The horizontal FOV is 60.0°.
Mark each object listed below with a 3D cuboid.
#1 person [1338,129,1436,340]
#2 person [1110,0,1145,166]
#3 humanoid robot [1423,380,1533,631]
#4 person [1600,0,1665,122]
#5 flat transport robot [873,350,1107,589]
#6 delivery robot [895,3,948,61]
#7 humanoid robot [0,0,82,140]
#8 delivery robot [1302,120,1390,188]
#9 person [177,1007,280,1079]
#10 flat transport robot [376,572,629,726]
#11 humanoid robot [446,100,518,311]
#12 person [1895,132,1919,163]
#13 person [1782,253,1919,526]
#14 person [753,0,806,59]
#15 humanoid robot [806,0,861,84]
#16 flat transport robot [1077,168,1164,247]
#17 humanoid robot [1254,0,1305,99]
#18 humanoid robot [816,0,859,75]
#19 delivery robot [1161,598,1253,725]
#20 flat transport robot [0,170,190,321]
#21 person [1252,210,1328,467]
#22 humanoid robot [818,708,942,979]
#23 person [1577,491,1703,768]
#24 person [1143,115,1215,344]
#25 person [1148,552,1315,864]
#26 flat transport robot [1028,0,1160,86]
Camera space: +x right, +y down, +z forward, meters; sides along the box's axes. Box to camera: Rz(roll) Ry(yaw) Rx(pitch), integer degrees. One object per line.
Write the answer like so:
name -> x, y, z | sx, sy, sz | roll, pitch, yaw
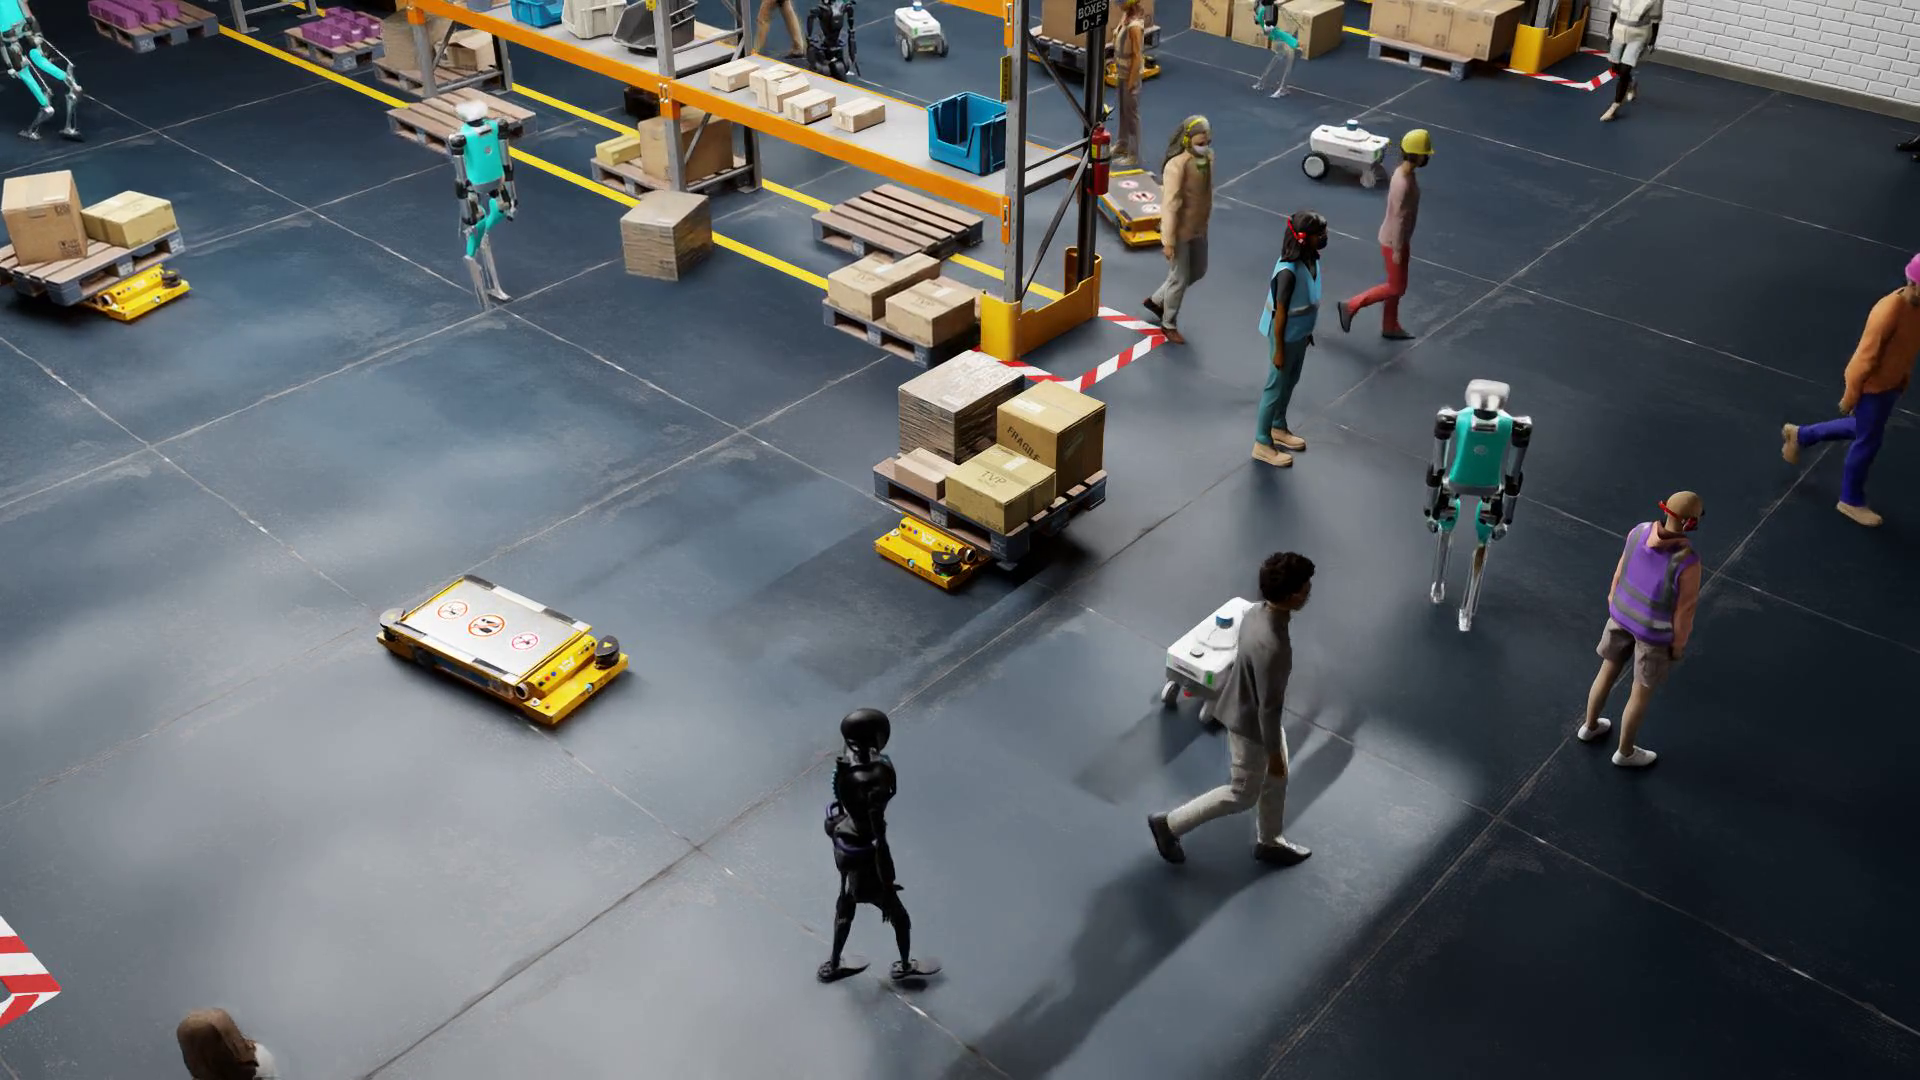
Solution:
person -> 3.346, -2.343, 12.895 | 0.553, 1.749, 0.538 | 11, 36, 15
person -> 1.599, -4.490, 15.986 | 0.319, 1.776, 0.479 | -4, 35, -6
humanoid robot -> 3.027, -0.280, 9.924 | 0.547, 1.756, 0.828 | 9, 36, 12
person -> 6.948, -5.194, 17.102 | 0.712, 1.657, 0.546 | -29, 44, -35
flat transport robot -> 0.158, -0.172, 11.059 | 0.659, 0.231, 1.431 | 27, 43, 33
delivery robot -> -0.477, -5.820, 18.993 | 0.499, 0.597, 0.801 | -12, 36, -17
humanoid robot -> -9.110, -4.739, 16.402 | 0.911, 1.768, 0.544 | 14, 37, 20
delivery robot -> 3.726, -3.730, 15.955 | 0.777, 0.587, 0.499 | 20, 39, 26
person -> -2.628, 2.369, 6.163 | 0.460, 1.638, 0.537 | -3, 35, -5
flat transport robot -> -2.739, 0.620, 9.911 | 1.431, 0.231, 0.659 | 20, 39, 26
humanoid robot -> -3.919, -2.693, 13.472 | 0.694, 1.850, 0.542 | 26, 42, 32
person -> 9.565, -4.611, 16.023 | 0.352, 1.938, 0.542 | -1, 35, -1
person -> 5.914, -1.067, 10.882 | 0.556, 1.946, 0.791 | -23, 41, -29
person -> -2.146, -6.169, 18.475 | 0.841, 1.714, 0.583 | 2, 35, 3
humanoid robot -> -1.294, -4.756, 16.458 | 0.590, 1.645, 0.404 | -22, 40, -29
flat transport robot -> 1.625, -3.084, 15.278 | 0.659, 0.231, 1.431 | -10, 36, -14
humanoid robot -> 3.364, -5.554, 17.577 | 0.736, 1.789, 0.534 | -4, 35, -6
humanoid robot -> -1.470, -6.058, 18.319 | 0.565, 1.786, 0.882 | -28, 44, -35
delivery robot -> 1.506, 0.646, 9.597 | 0.499, 0.566, 0.739 | 27, 43, 33
flat transport robot -> -7.263, -2.189, 13.981 | 1.431, 0.231, 0.659 | 16, 38, 22
person -> 2.263, -1.394, 11.435 | 0.389, 1.860, 0.505 | 22, 40, 29
humanoid robot -> -0.399, 1.386, 7.571 | 0.568, 1.645, 0.587 | -12, 36, -16
person -> 3.657, 0.465, 8.880 | 0.343, 1.692, 0.490 | -17, 38, -23
person -> 1.708, -2.455, 12.979 | 0.526, 1.848, 0.593 | 26, 43, 33
person -> 1.388, 0.878, 8.135 | 0.796, 1.867, 0.558 | 5, 35, 8
flat transport robot -> 1.471, -5.402, 18.636 | 1.431, 0.231, 0.659 | 29, 44, 35
